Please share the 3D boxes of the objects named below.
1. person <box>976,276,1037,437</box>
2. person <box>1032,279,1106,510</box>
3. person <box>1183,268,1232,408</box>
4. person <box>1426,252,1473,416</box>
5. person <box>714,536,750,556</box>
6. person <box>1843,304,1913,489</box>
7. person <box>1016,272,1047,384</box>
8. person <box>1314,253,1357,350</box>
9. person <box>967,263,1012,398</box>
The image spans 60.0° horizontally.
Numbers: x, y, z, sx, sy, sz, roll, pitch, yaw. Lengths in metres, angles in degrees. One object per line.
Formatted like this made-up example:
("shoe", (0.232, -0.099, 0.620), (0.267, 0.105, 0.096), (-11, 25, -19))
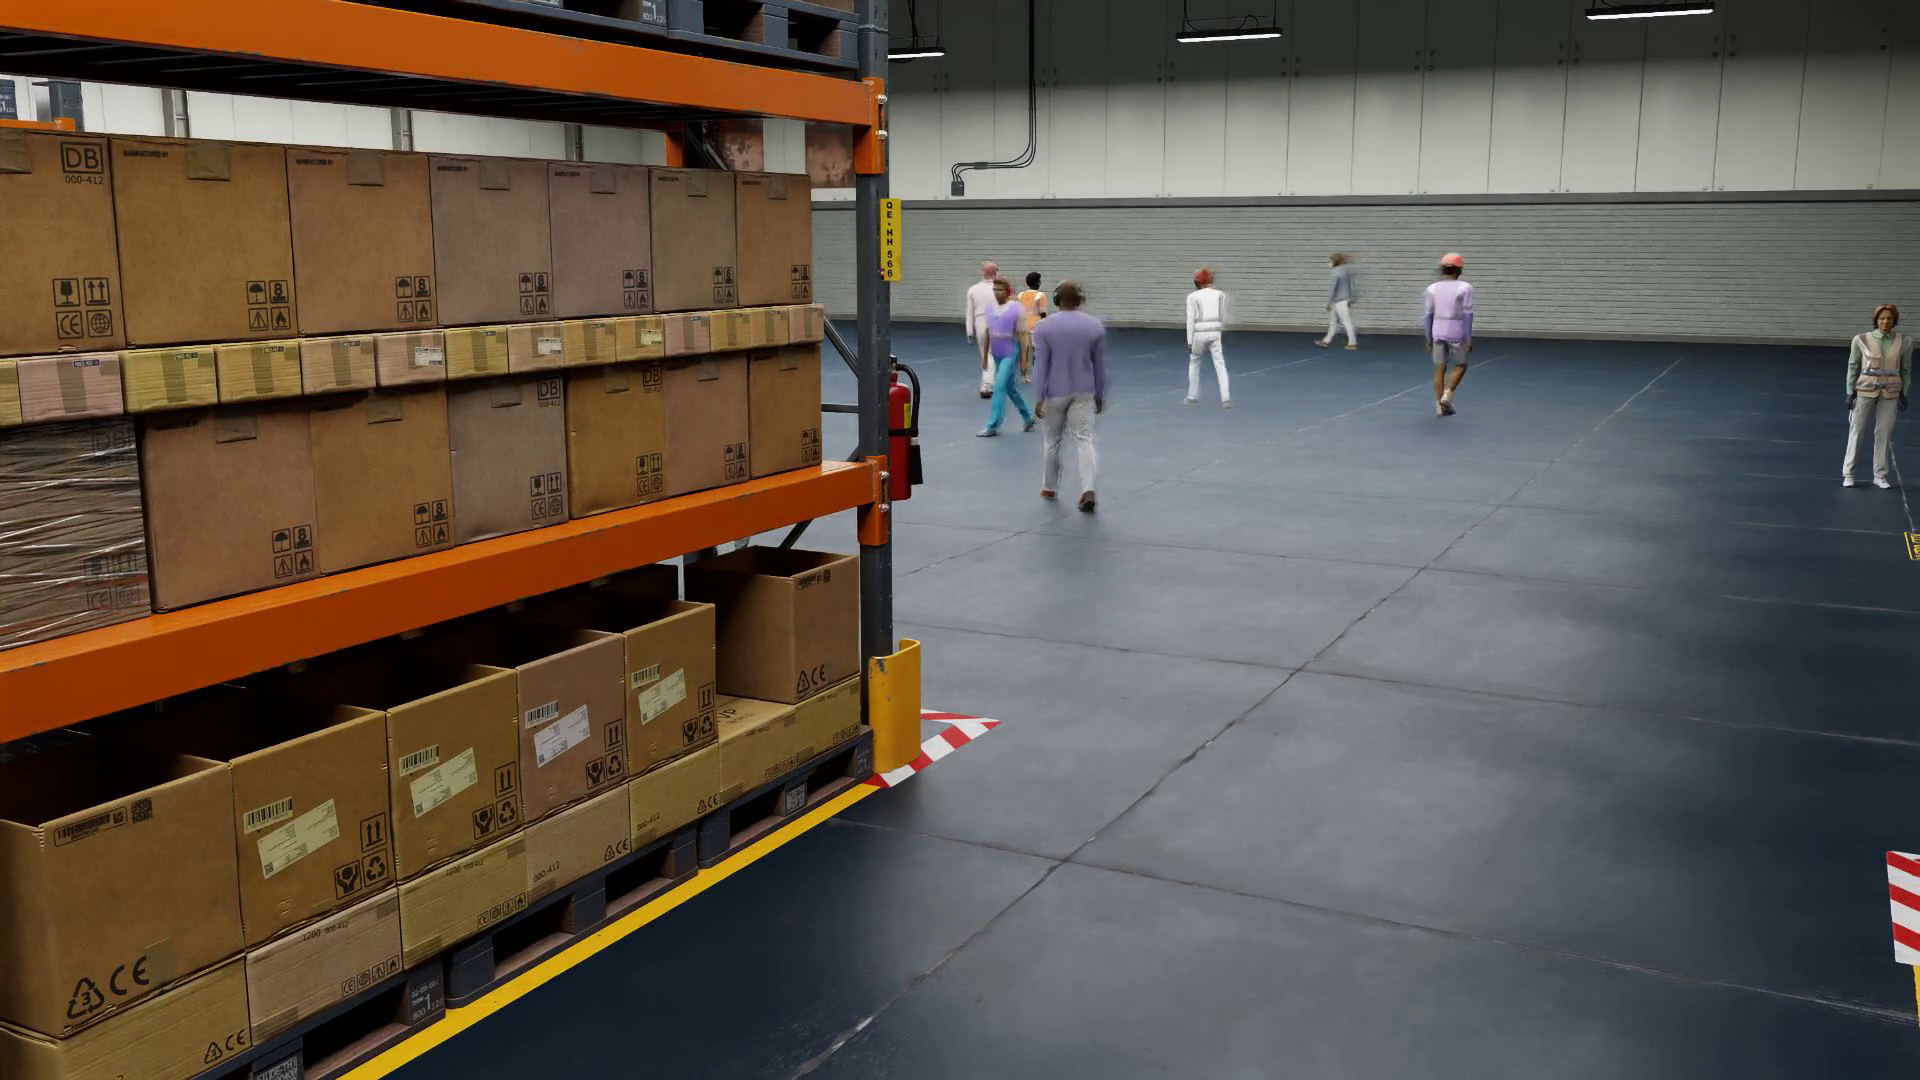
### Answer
("person", (0.566, -2.073, 18.714), (0.925, 1.801, 0.577), (-9, 13, -39))
("person", (0.916, -1.206, 13.745), (0.649, 1.897, 1.017), (-2, 11, -13))
("person", (3.255, -2.632, 21.746), (0.602, 1.827, 0.921), (-3, 11, -15))
("person", (6.076, -2.537, 20.607), (0.644, 2.029, 0.423), (9, 14, 41))
("person", (-1.624, -0.644, 11.365), (0.499, 1.634, 0.279), (3, 11, 18))
("person", (8.147, -1.272, 14.773), (0.514, 1.640, 0.315), (3, 11, 15))
("person", (1.081, -3.179, 25.017), (0.536, 1.695, 0.322), (8, 13, 37))
("person", (7.446, -4.701, 32.795), (0.944, 1.883, 0.655), (6, 12, 30))
("person", (0.430, -2.899, 23.083), (0.653, 1.863, 1.022), (4, 11, 21))
